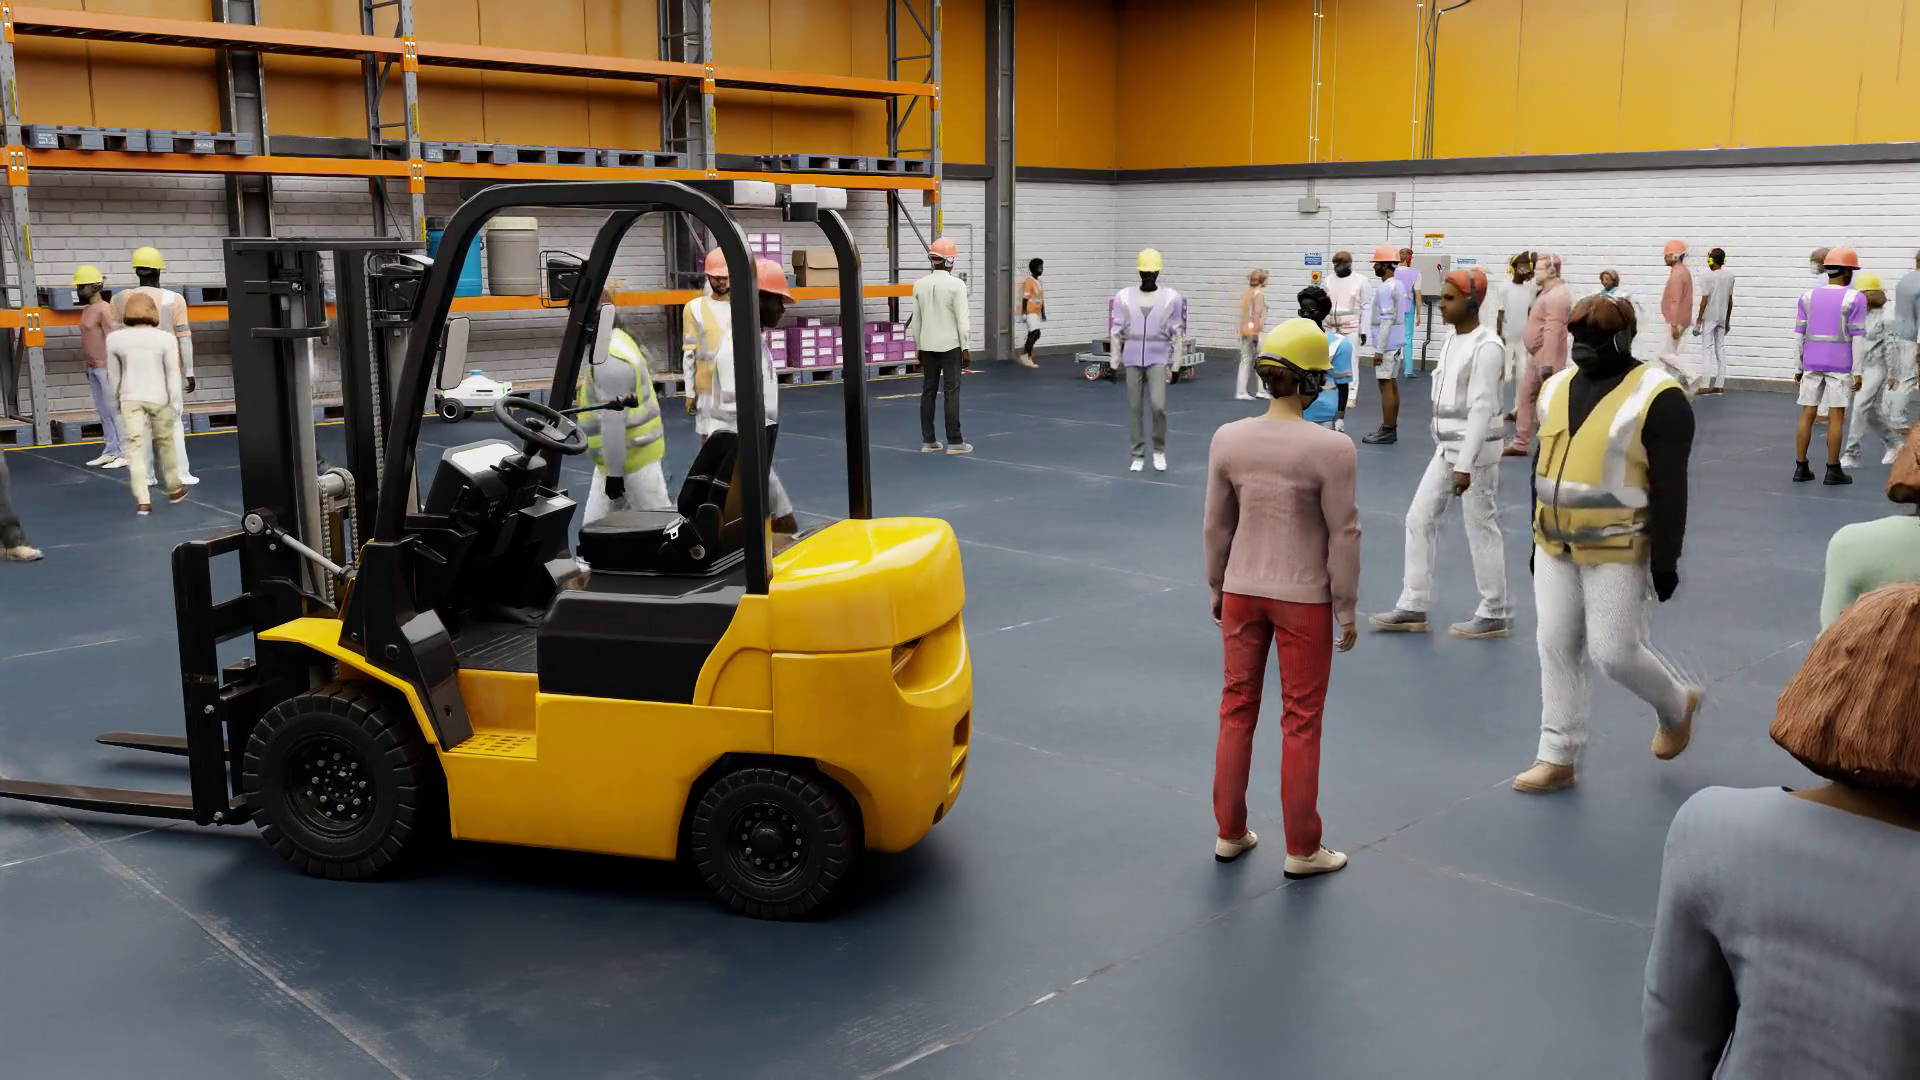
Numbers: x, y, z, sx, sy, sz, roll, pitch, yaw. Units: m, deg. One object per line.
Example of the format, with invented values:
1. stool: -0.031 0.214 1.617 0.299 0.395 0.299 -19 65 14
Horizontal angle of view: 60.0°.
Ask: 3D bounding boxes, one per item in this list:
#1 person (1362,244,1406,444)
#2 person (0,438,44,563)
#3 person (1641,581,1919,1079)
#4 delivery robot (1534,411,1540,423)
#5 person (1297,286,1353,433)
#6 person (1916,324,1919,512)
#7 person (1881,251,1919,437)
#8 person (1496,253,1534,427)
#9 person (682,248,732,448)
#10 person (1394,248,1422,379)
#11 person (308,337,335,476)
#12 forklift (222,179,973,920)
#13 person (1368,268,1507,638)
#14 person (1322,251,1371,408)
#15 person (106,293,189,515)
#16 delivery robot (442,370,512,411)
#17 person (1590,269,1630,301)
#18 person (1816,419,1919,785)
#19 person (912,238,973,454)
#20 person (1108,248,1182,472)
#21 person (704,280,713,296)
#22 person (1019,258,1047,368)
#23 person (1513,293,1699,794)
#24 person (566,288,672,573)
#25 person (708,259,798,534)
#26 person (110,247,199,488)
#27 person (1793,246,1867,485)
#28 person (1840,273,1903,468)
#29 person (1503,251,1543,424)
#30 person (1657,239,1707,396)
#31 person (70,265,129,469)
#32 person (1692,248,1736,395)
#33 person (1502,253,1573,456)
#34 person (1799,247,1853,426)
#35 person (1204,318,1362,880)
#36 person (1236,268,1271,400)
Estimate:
1. person: 4.126 -1.898 16.172 0.370 1.939 0.543 6 12 28
2. person: -6.223 -0.753 10.308 0.960 1.810 0.526 3 11 17
3. person: 1.057 0.854 2.000 0.265 1.631 0.507 -7 13 -34
4. delivery robot: 6.203 -1.444 17.219 0.707 0.478 0.477 -4 11 -23
5. person: 2.283 -0.800 10.844 0.535 1.697 0.318 7 12 33
6. person: 6.207 -0.837 10.110 0.685 2.000 0.535 1 10 7
7. person: 9.584 -1.984 16.735 0.416 1.921 0.633 1 10 3
8. person: 5.859 -2.138 17.766 0.541 1.841 0.665 -4 11 -22
9. person: -1.652 -1.062 11.621 0.551 1.934 0.362 -2 11 -11
10. person: 6.236 -3.197 23.532 0.565 1.837 0.396 7 13 34
11. person: -5.120 -1.269 12.728 0.572 1.939 0.623 -3 11 -18
12. forklift: -1.114 -0.058 5.440 2.313 2.155 1.214 2 11 13
13. person: 2.418 -0.416 8.314 0.805 1.851 0.628 -1 10 -7
14. person: 4.499 -2.468 19.590 0.645 1.832 0.429 8 13 38
15. person: -5.973 -1.012 12.250 0.509 1.598 0.761 -3 11 -14
16. delivery robot: -5.254 -1.607 18.108 0.707 0.478 0.477 0 10 -1
17. person: 7.905 -2.484 20.240 0.526 1.625 0.552 9 14 41
18. person: 2.354 0.487 4.058 0.510 1.619 0.450 6 12 28
19. person: -0.158 -1.796 15.462 0.611 1.996 0.378 7 13 34
20. person: 1.583 -1.523 14.217 0.609 1.910 0.466 2 11 13
21. person: -2.423 -2.089 17.365 0.656 1.883 0.577 7 13 34
22. person: 1.104 -3.431 25.224 0.370 1.680 0.550 4 11 20
23. person: 2.376 0.017 6.061 0.695 1.821 0.646 -6 12 -28
24. person: -1.705 -0.428 8.660 0.982 1.780 0.630 -3 11 -17
25. person: -0.944 -0.367 7.923 0.737 1.898 0.627 2 11 9
26. person: -6.463 -1.378 13.366 0.594 1.926 0.367 -1 10 -8
27. person: 7.100 -1.420 13.573 0.370 1.933 0.551 -8 13 -38
28. person: 8.012 -1.481 14.547 0.793 1.706 0.494 -3 11 -14
29. person: 6.096 -2.158 17.917 0.652 1.858 0.576 4 11 20
30. person: 8.739 -2.652 20.185 0.588 1.980 0.626 6 12 32
31. person: -7.491 -1.497 14.466 0.533 1.765 0.330 9 14 42
32. person: 9.550 -2.766 21.112 0.519 1.865 0.328 -3 11 -16
33. person: 5.400 -1.658 15.069 0.909 1.875 0.653 2 11 12
34. person: 9.265 -2.157 17.733 0.728 1.897 0.366 -5 12 -27
35. person: 1.027 0.184 5.292 0.531 1.767 0.328 9 13 39
36. person: 3.669 -2.509 20.381 0.597 1.617 0.513 -2 11 -10
